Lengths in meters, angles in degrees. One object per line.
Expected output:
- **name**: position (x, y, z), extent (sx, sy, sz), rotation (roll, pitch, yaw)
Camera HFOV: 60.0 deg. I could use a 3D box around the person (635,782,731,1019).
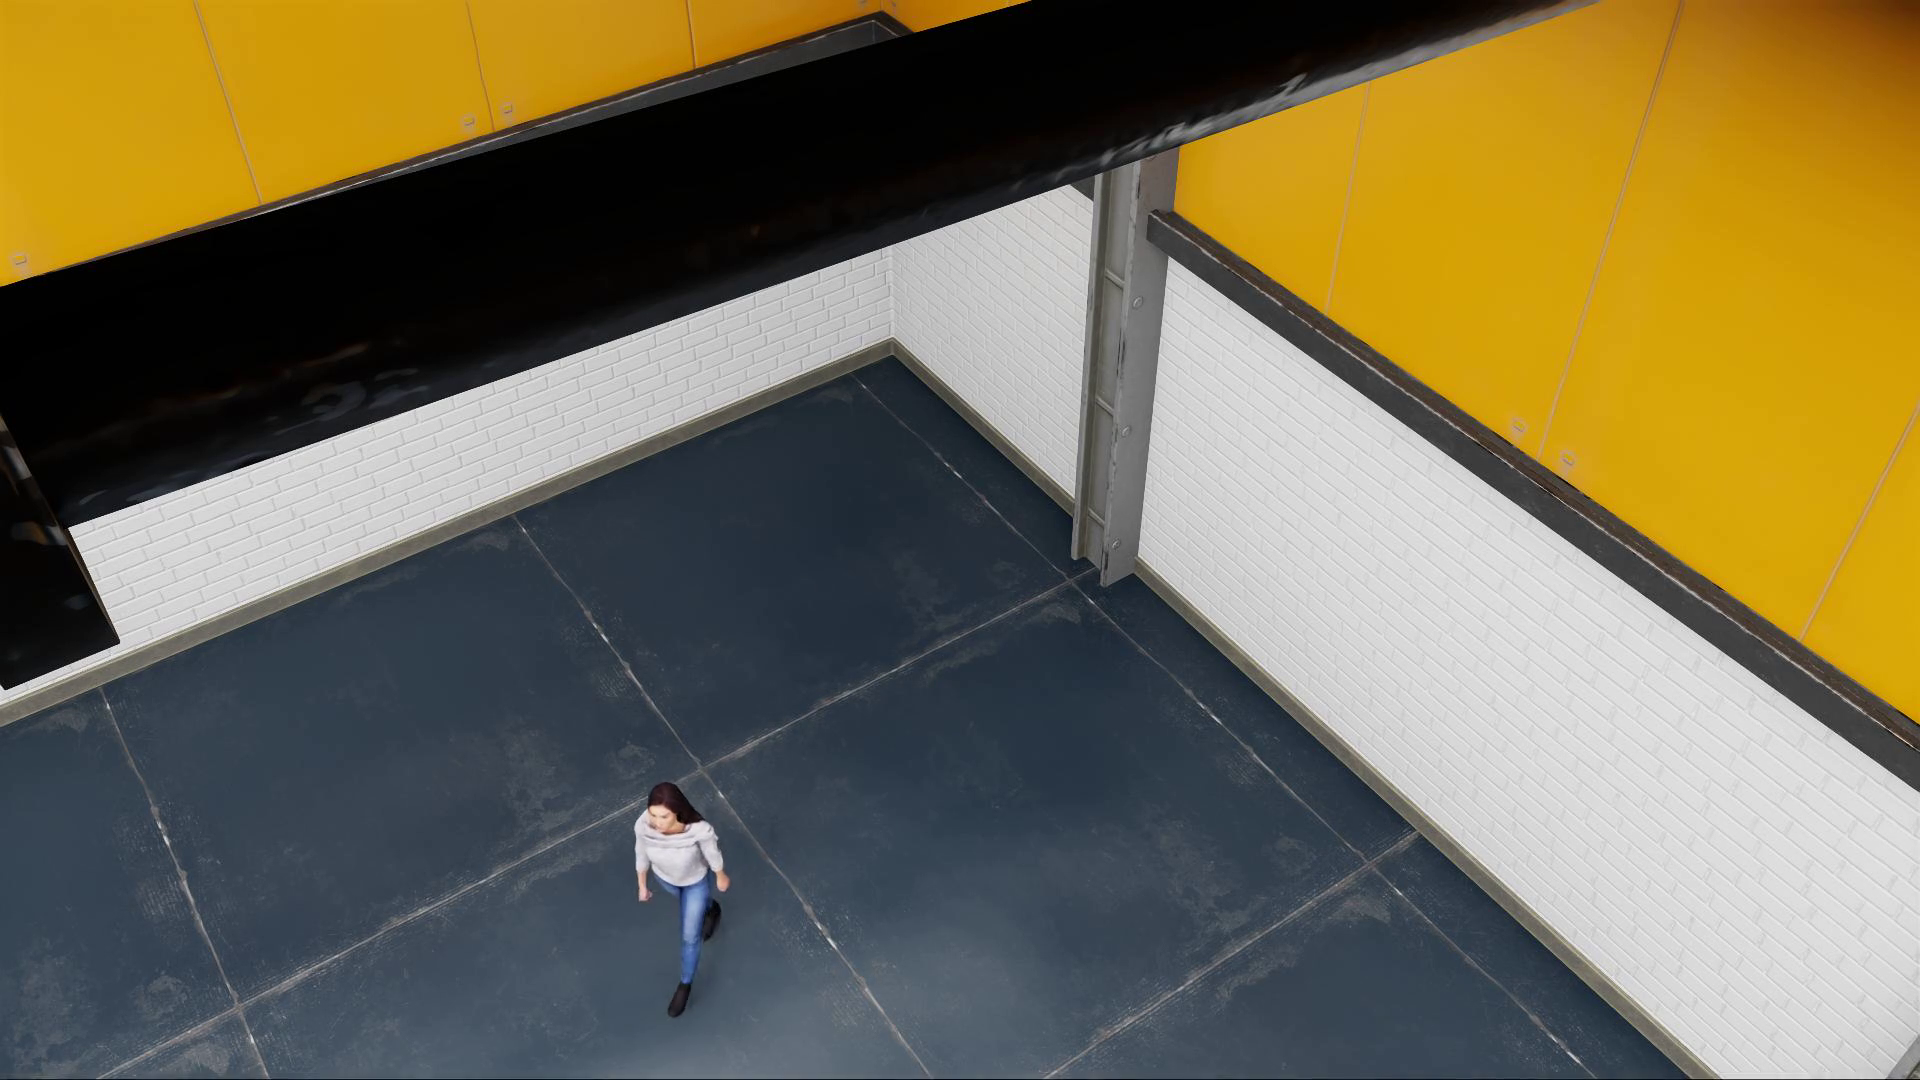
- **person**: position (-1.508, 1.815, 9.242), extent (1.069, 1.582, 1.073), rotation (12, 45, 12)
